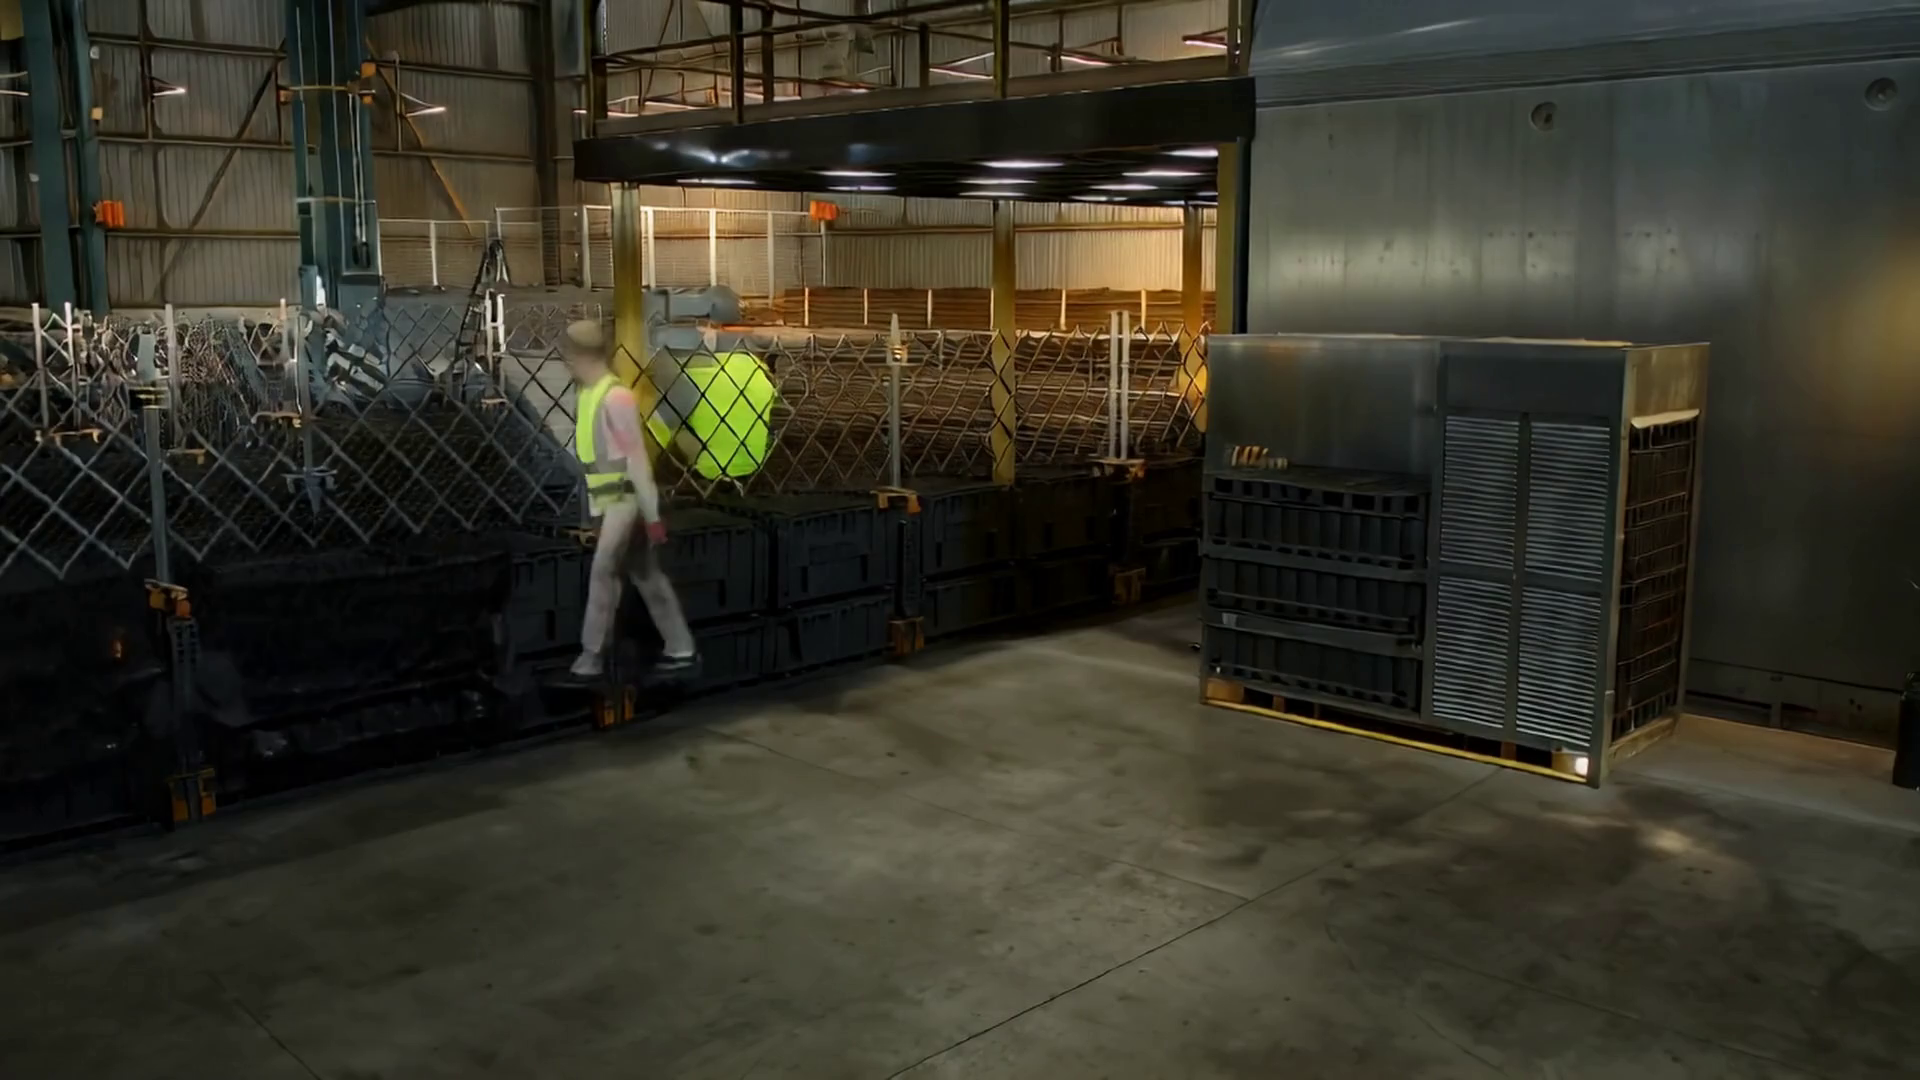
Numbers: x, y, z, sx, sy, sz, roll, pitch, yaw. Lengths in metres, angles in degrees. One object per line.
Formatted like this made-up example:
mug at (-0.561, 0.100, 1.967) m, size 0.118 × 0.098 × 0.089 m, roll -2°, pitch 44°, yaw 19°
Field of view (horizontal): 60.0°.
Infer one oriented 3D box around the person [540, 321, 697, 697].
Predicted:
person at (-1.697, -0.167, 8.253) m, size 0.837 × 1.828 × 0.597 m, roll -5°, pitch 10°, yaw -26°
